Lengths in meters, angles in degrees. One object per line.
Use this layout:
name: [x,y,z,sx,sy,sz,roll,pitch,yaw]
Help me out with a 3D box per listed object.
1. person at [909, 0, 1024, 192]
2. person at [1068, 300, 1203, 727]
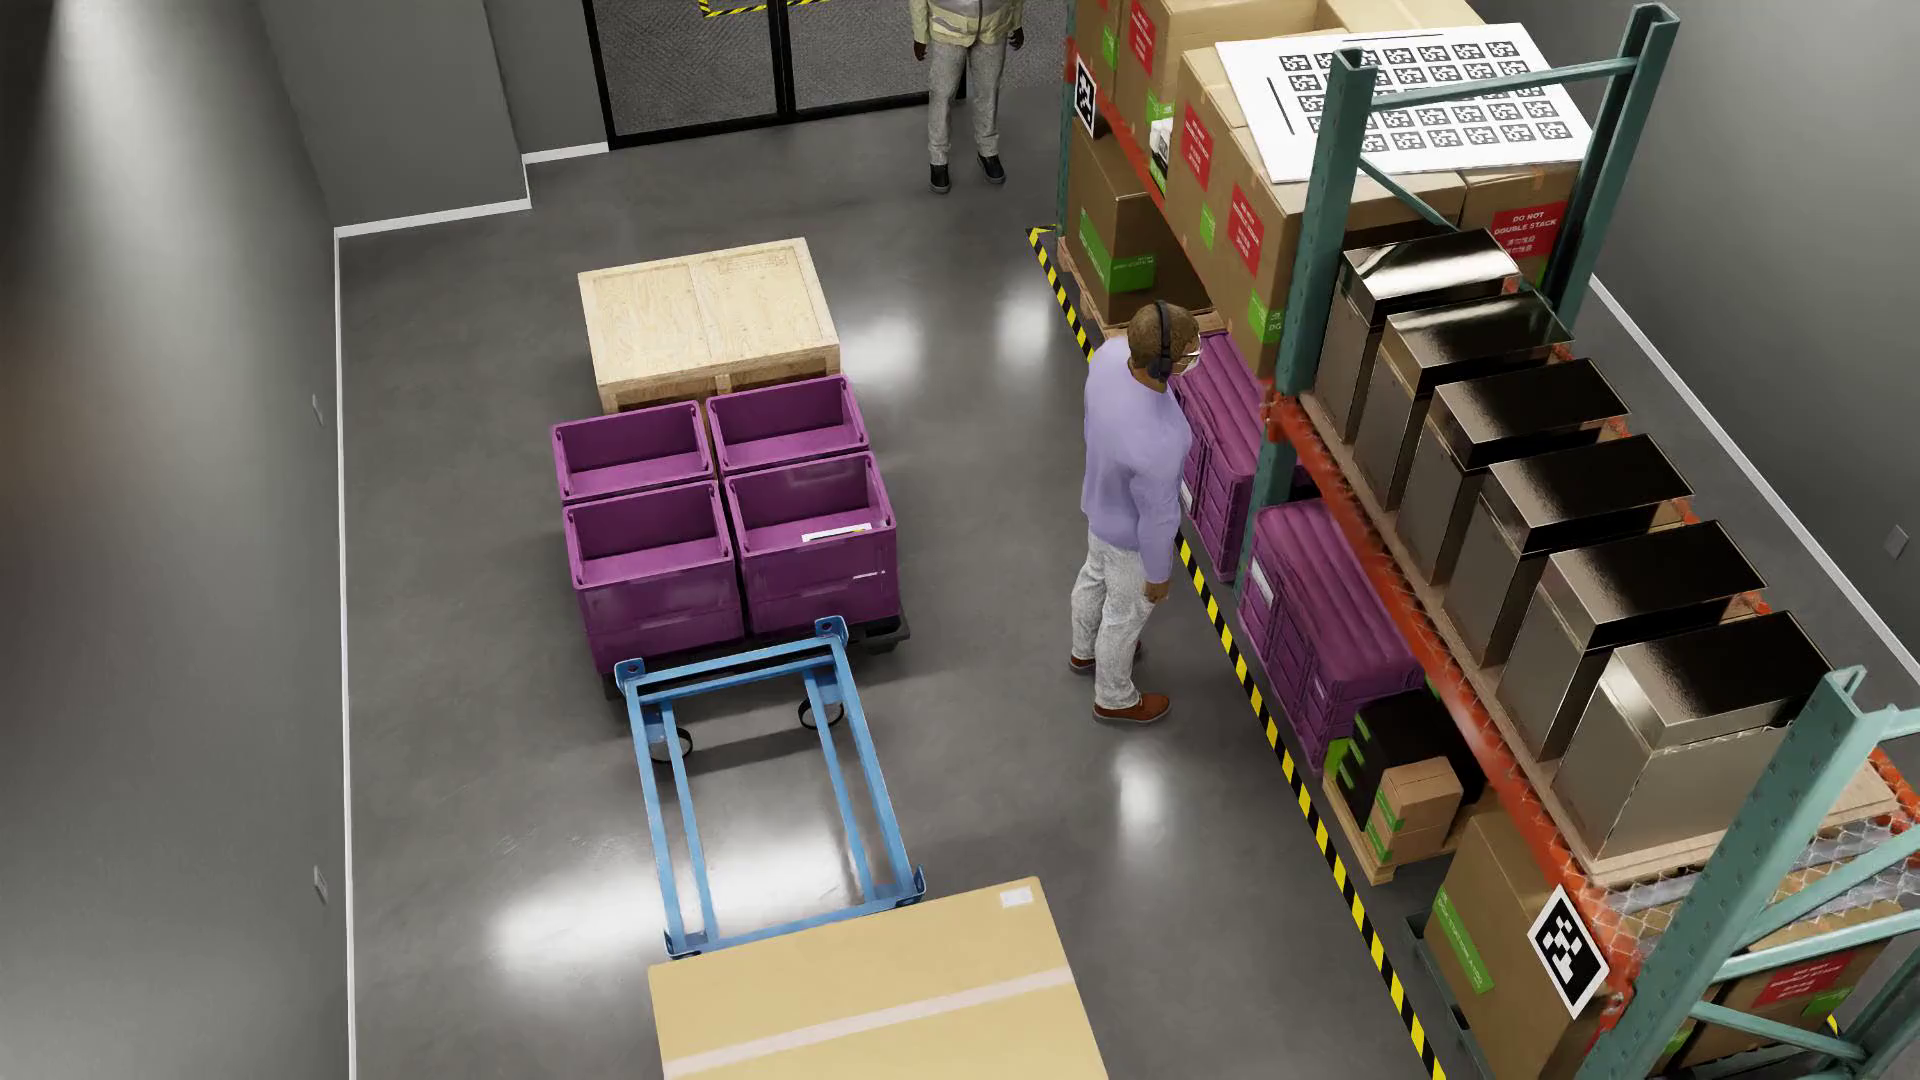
person: [0.046,-2.590,8.336,0.600,1.829,0.404,-11,48,-10]
person: [0.613,-0.076,5.957,0.352,1.937,0.635,-11,48,-10]
